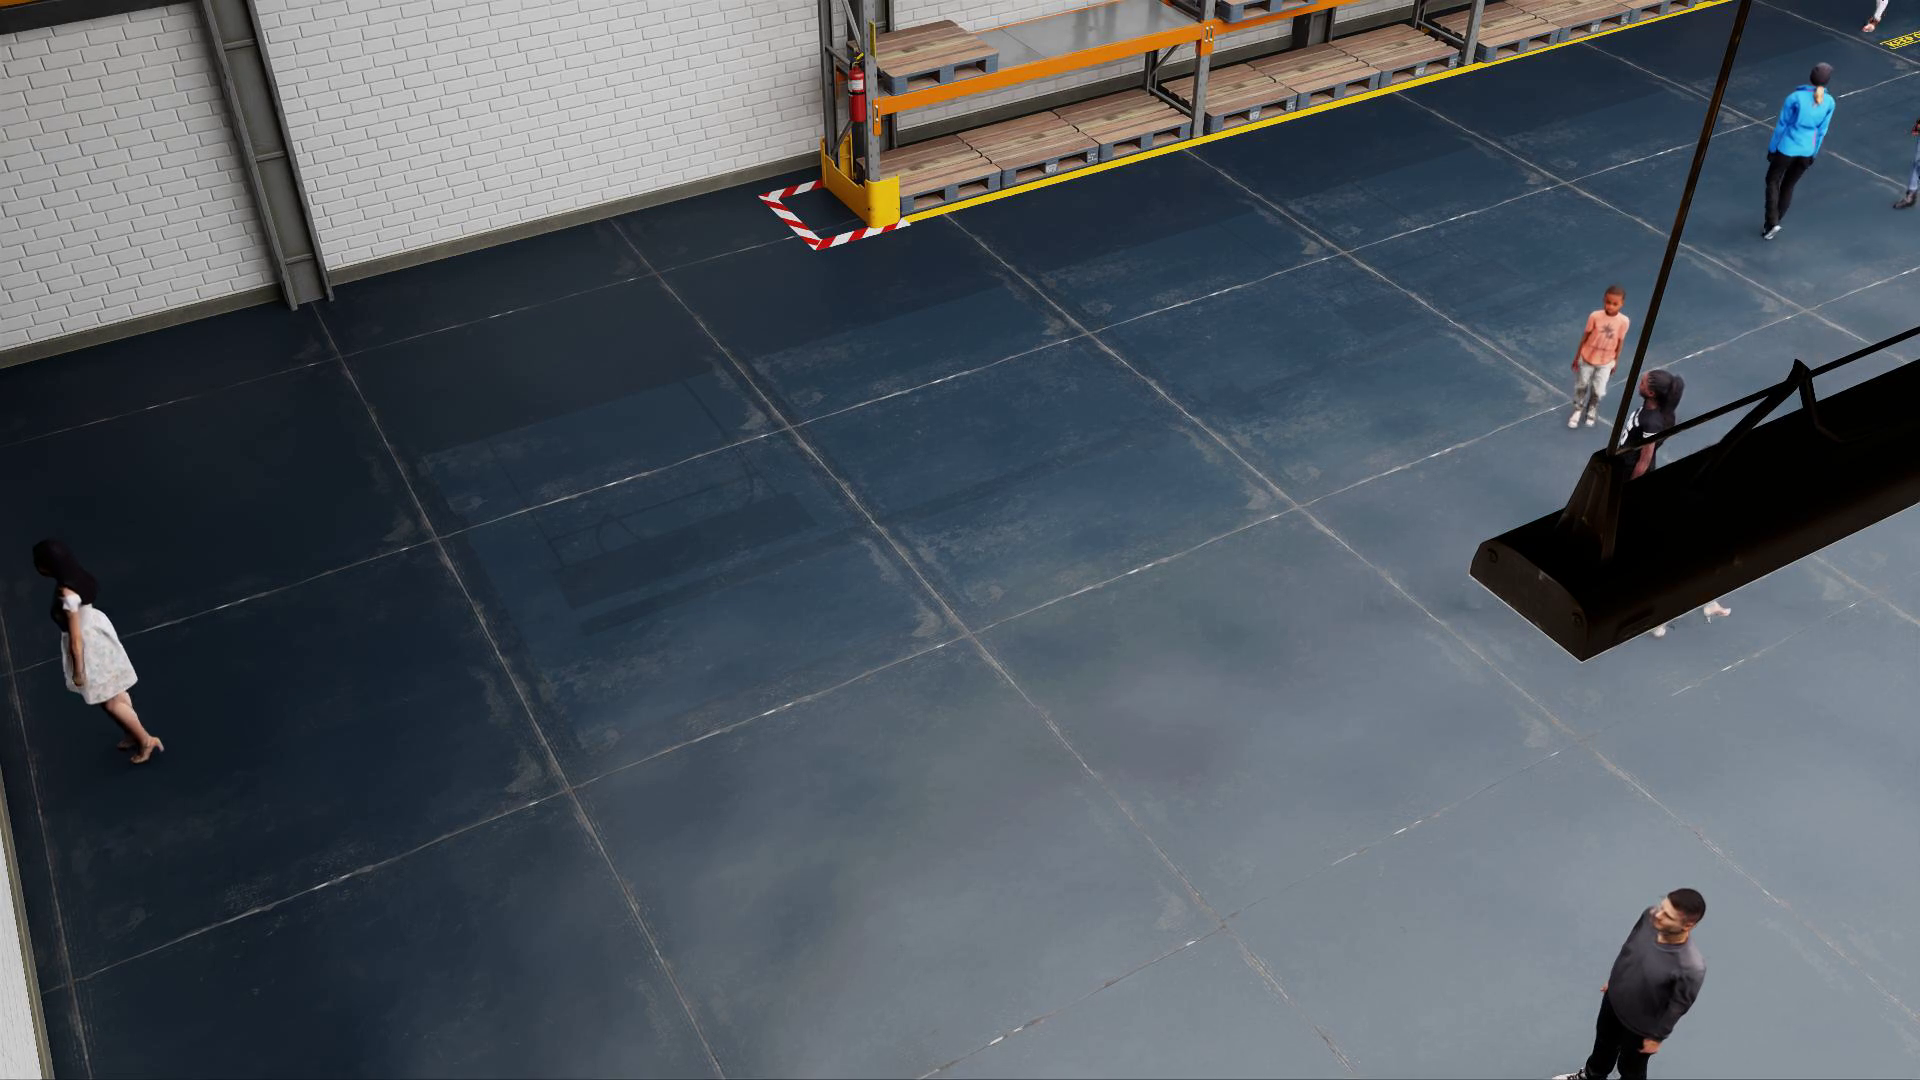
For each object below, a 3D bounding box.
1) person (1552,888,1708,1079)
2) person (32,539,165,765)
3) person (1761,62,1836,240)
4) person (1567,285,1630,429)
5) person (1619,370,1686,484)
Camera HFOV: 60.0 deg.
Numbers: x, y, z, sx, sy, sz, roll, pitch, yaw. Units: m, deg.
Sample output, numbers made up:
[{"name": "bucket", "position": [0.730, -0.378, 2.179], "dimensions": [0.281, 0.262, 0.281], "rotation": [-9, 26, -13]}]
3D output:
[{"name": "person", "position": [3.433, 2.357, 8.405], "dimensions": [0.628, 1.761, 0.673], "rotation": [-9, 40, -11]}, {"name": "person", "position": [-5.406, 0.722, 10.444], "dimensions": [0.699, 1.770, 0.695], "rotation": [-12, 40, -14]}, {"name": "person", "position": [7.999, -3.655, 15.920], "dimensions": [0.905, 1.777, 0.965], "rotation": [10, 40, 12]}, {"name": "person", "position": [5.234, -1.528, 13.638], "dimensions": [0.587, 1.300, 0.638], "rotation": [19, 42, 22]}, {"name": "person", "position": [4.854, -0.495, 12.001], "dimensions": [0.759, 1.731, 0.688], "rotation": [11, 40, 14]}]
